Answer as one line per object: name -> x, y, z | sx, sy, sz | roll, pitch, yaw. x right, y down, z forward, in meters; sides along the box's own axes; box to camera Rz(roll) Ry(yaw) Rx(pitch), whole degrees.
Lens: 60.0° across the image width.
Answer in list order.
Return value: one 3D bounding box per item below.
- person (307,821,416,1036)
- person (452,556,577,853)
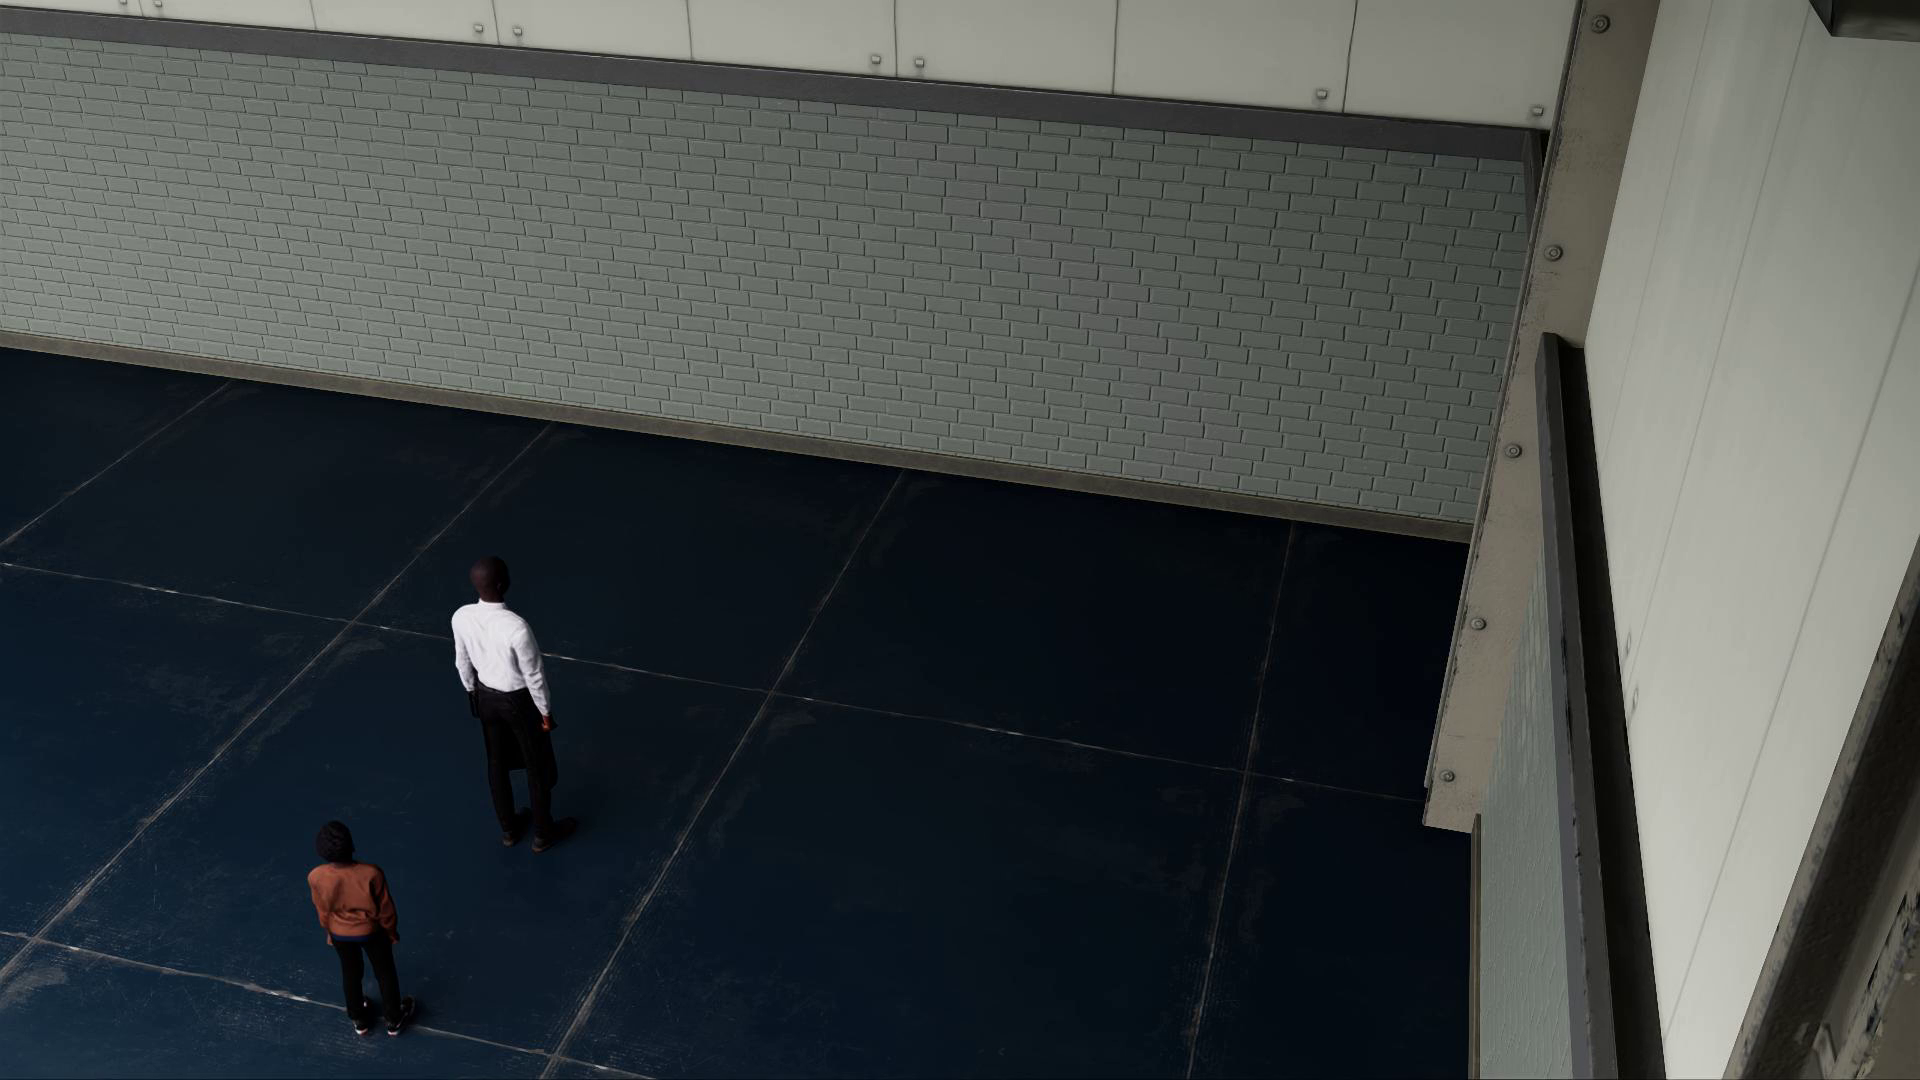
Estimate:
person -> -2.878, 1.860, 7.946 | 0.568, 1.250, 0.546 | 0, 32, 1
person -> -2.425, 0.889, 8.937 | 0.654, 1.835, 0.526 | 10, 34, 15
